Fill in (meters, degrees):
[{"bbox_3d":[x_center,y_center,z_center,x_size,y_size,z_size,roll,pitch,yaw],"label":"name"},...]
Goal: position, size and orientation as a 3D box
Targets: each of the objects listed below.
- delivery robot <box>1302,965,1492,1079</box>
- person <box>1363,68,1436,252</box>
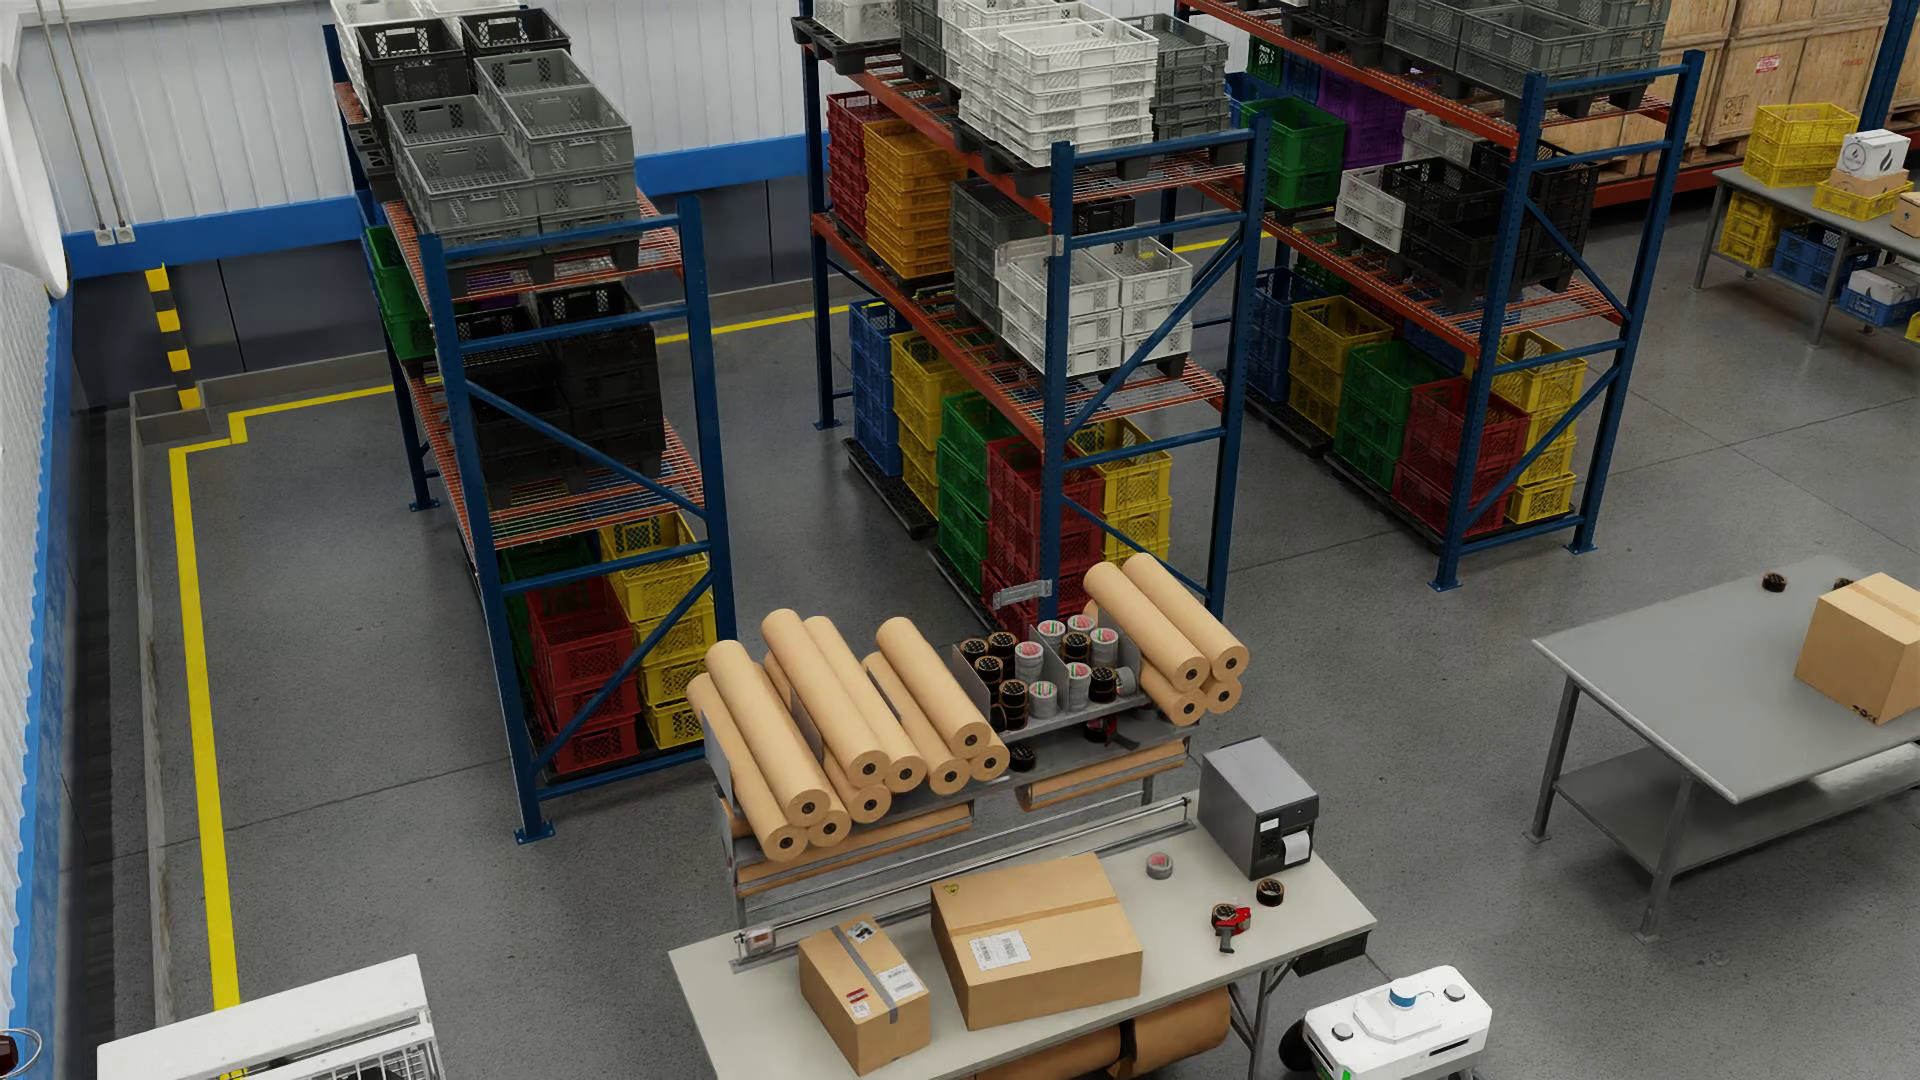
[{"bbox_3d":[1.700,1.914,6.481,0.707,0.478,0.477,-12,34,-19],"label":"delivery robot"},{"bbox_3d":[3.565,-3.342,13.803,0.625,1.933,0.374,24,39,33],"label":"person"}]
